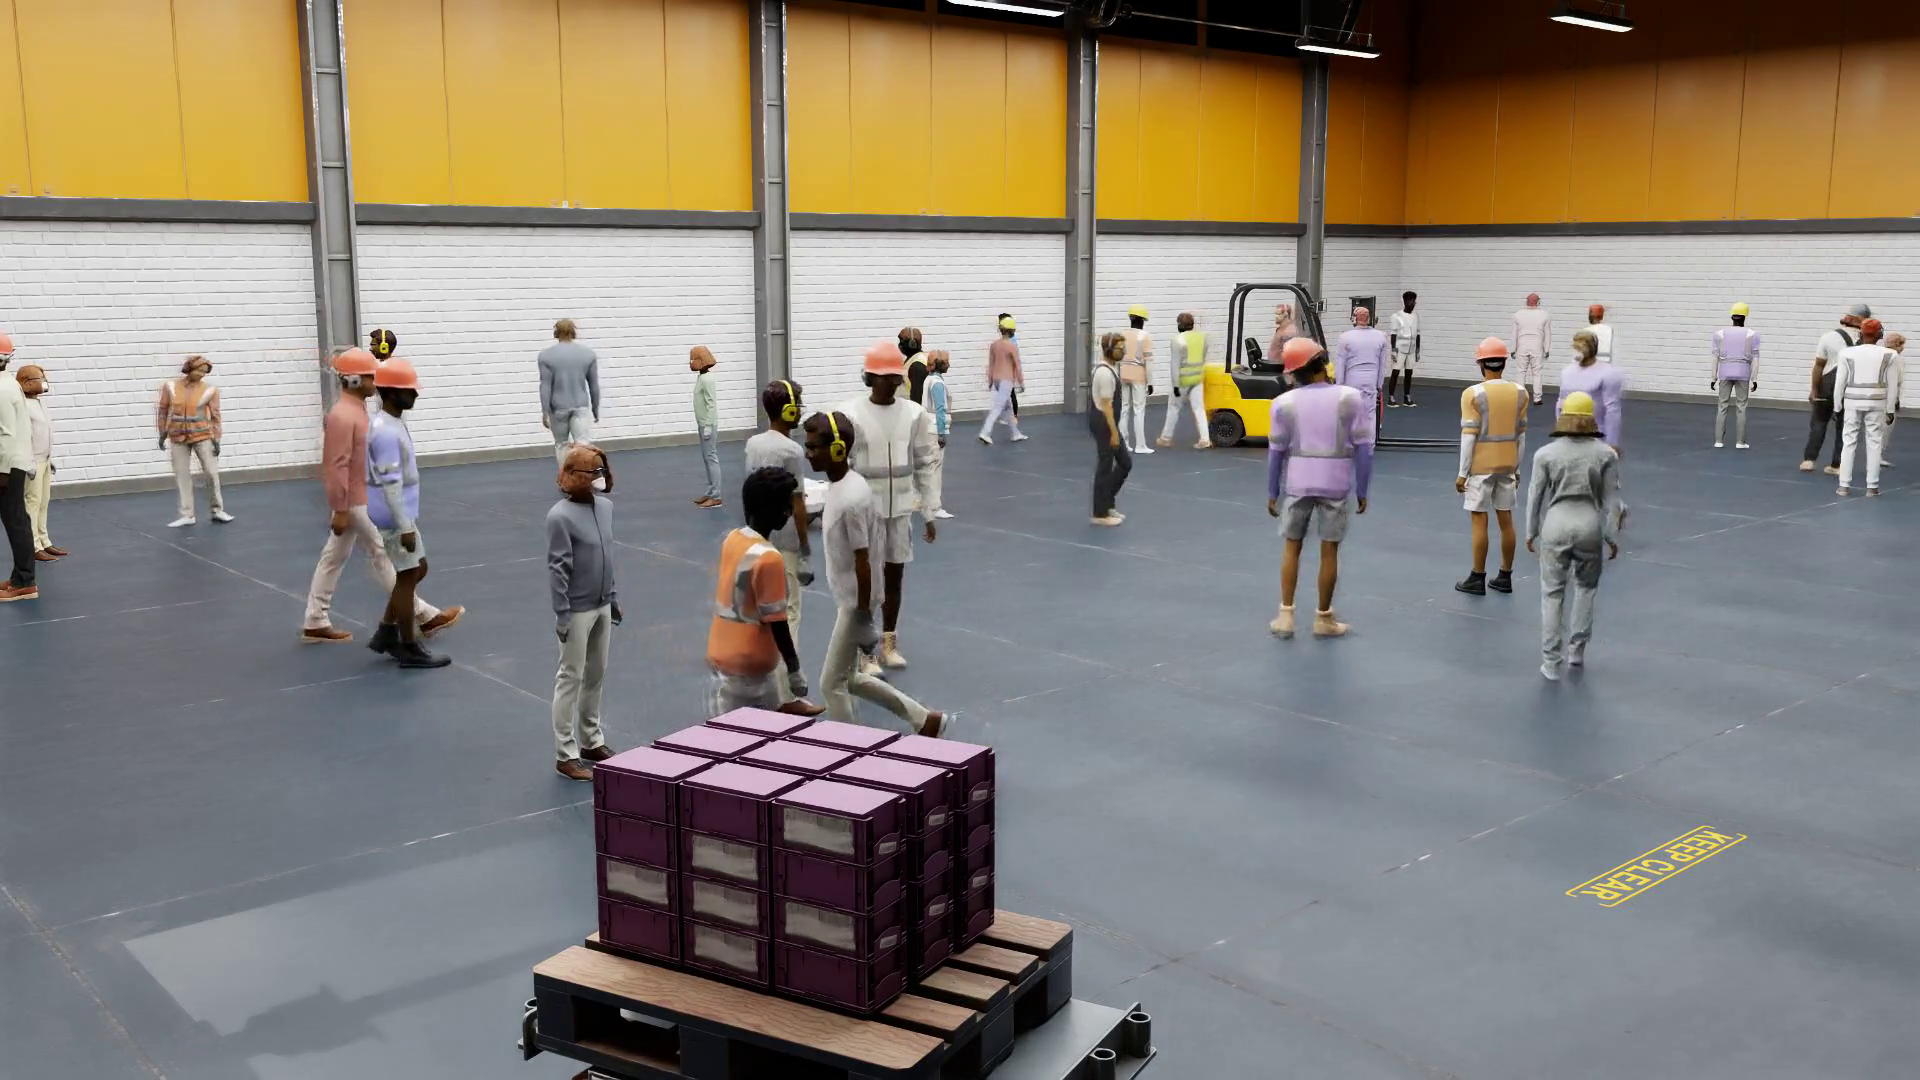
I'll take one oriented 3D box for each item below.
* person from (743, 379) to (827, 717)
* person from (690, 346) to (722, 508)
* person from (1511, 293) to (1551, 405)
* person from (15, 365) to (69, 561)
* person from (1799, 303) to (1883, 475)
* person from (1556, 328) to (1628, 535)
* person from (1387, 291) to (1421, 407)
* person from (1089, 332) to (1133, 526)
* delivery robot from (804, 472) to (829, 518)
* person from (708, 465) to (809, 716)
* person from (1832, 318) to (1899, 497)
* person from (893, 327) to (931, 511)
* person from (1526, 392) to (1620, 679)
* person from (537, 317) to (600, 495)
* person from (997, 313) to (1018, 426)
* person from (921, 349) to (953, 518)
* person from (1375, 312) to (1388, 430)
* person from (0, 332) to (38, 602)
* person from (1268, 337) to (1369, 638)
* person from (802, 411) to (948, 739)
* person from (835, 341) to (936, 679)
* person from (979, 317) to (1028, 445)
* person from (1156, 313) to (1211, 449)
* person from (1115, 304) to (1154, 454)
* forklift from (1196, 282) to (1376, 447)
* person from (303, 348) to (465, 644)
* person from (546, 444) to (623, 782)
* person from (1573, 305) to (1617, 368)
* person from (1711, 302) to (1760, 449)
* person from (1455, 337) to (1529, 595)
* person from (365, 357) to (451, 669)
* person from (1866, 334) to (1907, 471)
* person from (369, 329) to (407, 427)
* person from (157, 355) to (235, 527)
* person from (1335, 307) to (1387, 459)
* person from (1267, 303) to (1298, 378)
[{"bbox_3d":[-0.985,0.050,9.169,0.310,1.861,0.533,-9,13,-41],"label":"person"},{"bbox_3d":[-2.580,-1.144,16.827,0.282,1.631,0.504,-3,10,-15],"label":"person"},{"bbox_3d":[9.740,-3.256,28.395,0.645,1.907,0.400,4,11,24],"label":"person"},{"bbox_3d":[-7.694,-0.643,13.884,0.284,1.636,0.497,-2,10,-11],"label":"person"},{"bbox_3d":[10.222,-1.764,19.270,0.744,2.000,0.566,2,10,14],"label":"person"},{"bbox_3d":[5.521,-0.884,14.493,0.615,1.924,0.642,-5,11,-26],"label":"person"},{"bbox_3d":[7.478,-3.197,27.923,0.602,1.958,0.387,-4,10,-20],"label":"person"},{"bbox_3d":[1.438,-1.023,15.539,0.461,1.831,0.556,2,10,10],"label":"person"},{"bbox_3d":[-1.484,-0.403,15.369,0.477,0.478,0.707,9,14,44],"label":"delivery robot"},{"bbox_3d":[-0.795,0.510,7.039,0.771,1.655,0.541,-3,10,-19],"label":"person"},{"bbox_3d":[9.546,-1.394,17.556,0.586,1.882,0.341,5,11,27],"label":"person"},{"bbox_3d":[-0.468,-1.207,16.636,0.430,1.835,0.621,-1,10,-8],"label":"person"},{"bbox_3d":[3.687,-0.030,10.036,0.523,1.712,0.510,3,10,17],"label":"person"},{"bbox_3d":[-4.067,-1.378,17.437,0.648,1.910,0.870,-4,11,-25],"label":"person"},{"bbox_3d":[0.710,-2.552,24.911,0.321,1.690,0.536,-2,10,-13],"label":"person"},{"bbox_3d":[-0.232,-1.031,16.158,0.310,1.636,0.523,-2,10,-11],"label":"person"},{"bbox_3d":[5.965,-2.469,24.226,0.524,1.760,0.328,-3,10,-20],"label":"person"},{"bbox_3d":[-7.060,-0.551,12.294,0.373,1.997,0.619,-5,11,-26],"label":"person"},{"bbox_3d":[2.346,-0.321,10.969,0.663,1.999,0.425,3,10,17],"label":"person"},{"bbox_3d":[-0.427,0.299,7.784,0.673,1.838,0.550,-1,10,-9],"label":"person"},{"bbox_3d":[-0.462,-0.189,10.077,0.621,2.040,0.423,-4,11,-23],"label":"person"},{"bbox_3d":[0.582,-2.150,22.482,0.943,1.718,0.532,-8,13,-41],"label":"person"},{"bbox_3d":[2.995,-2.097,21.959,0.633,1.799,0.925,-5,11,-29],"label":"person"},{"bbox_3d":[2.245,-2.061,21.373,0.587,1.916,0.392,9,13,42],"label":"person"},{"bbox_3d":[4.328,-2.346,22.227,2.313,2.155,1.214,3,10,16],"label":"forklift"},{"bbox_3d":[-3.841,-0.280,10.860,1.057,1.932,0.615,-3,10,-16],"label":"person"},{"bbox_3d":[-1.823,0.342,8.128,0.268,1.632,0.507,4,10,21],"label":"person"},{"bbox_3d":[8.824,-2.371,23.382,0.611,1.843,0.924,-4,11,-24],"label":"person"},{"bbox_3d":[10.187,-2.153,21.875,0.585,1.928,0.369,6,12,32],"label":"person"},{"bbox_3d":[3.962,-0.548,12.477,0.547,1.928,0.385,-3,10,-15],"label":"person"},{"bbox_3d":[-3.407,-0.158,10.195,0.431,1.927,0.593,-3,10,-16],"label":"person"},{"bbox_3d":[10.997,-1.635,19.777,0.614,1.613,0.334,-9,13,-42],"label":"person"},{"bbox_3d":[-5.264,-1.001,15.319,0.328,1.867,0.514,-4,10,-20],"label":"person"},{"bbox_3d":[-7.200,-0.923,15.618,0.606,1.611,0.334,-2,10,-12],"label":"person"},{"bbox_3d":[4.987,-1.954,20.803,0.652,1.904,0.399,-2,10,-12],"label":"person"},{"bbox_3d":[4.551,-2.389,23.406,0.869,1.876,0.654,1,10,9],"label":"person"}]
